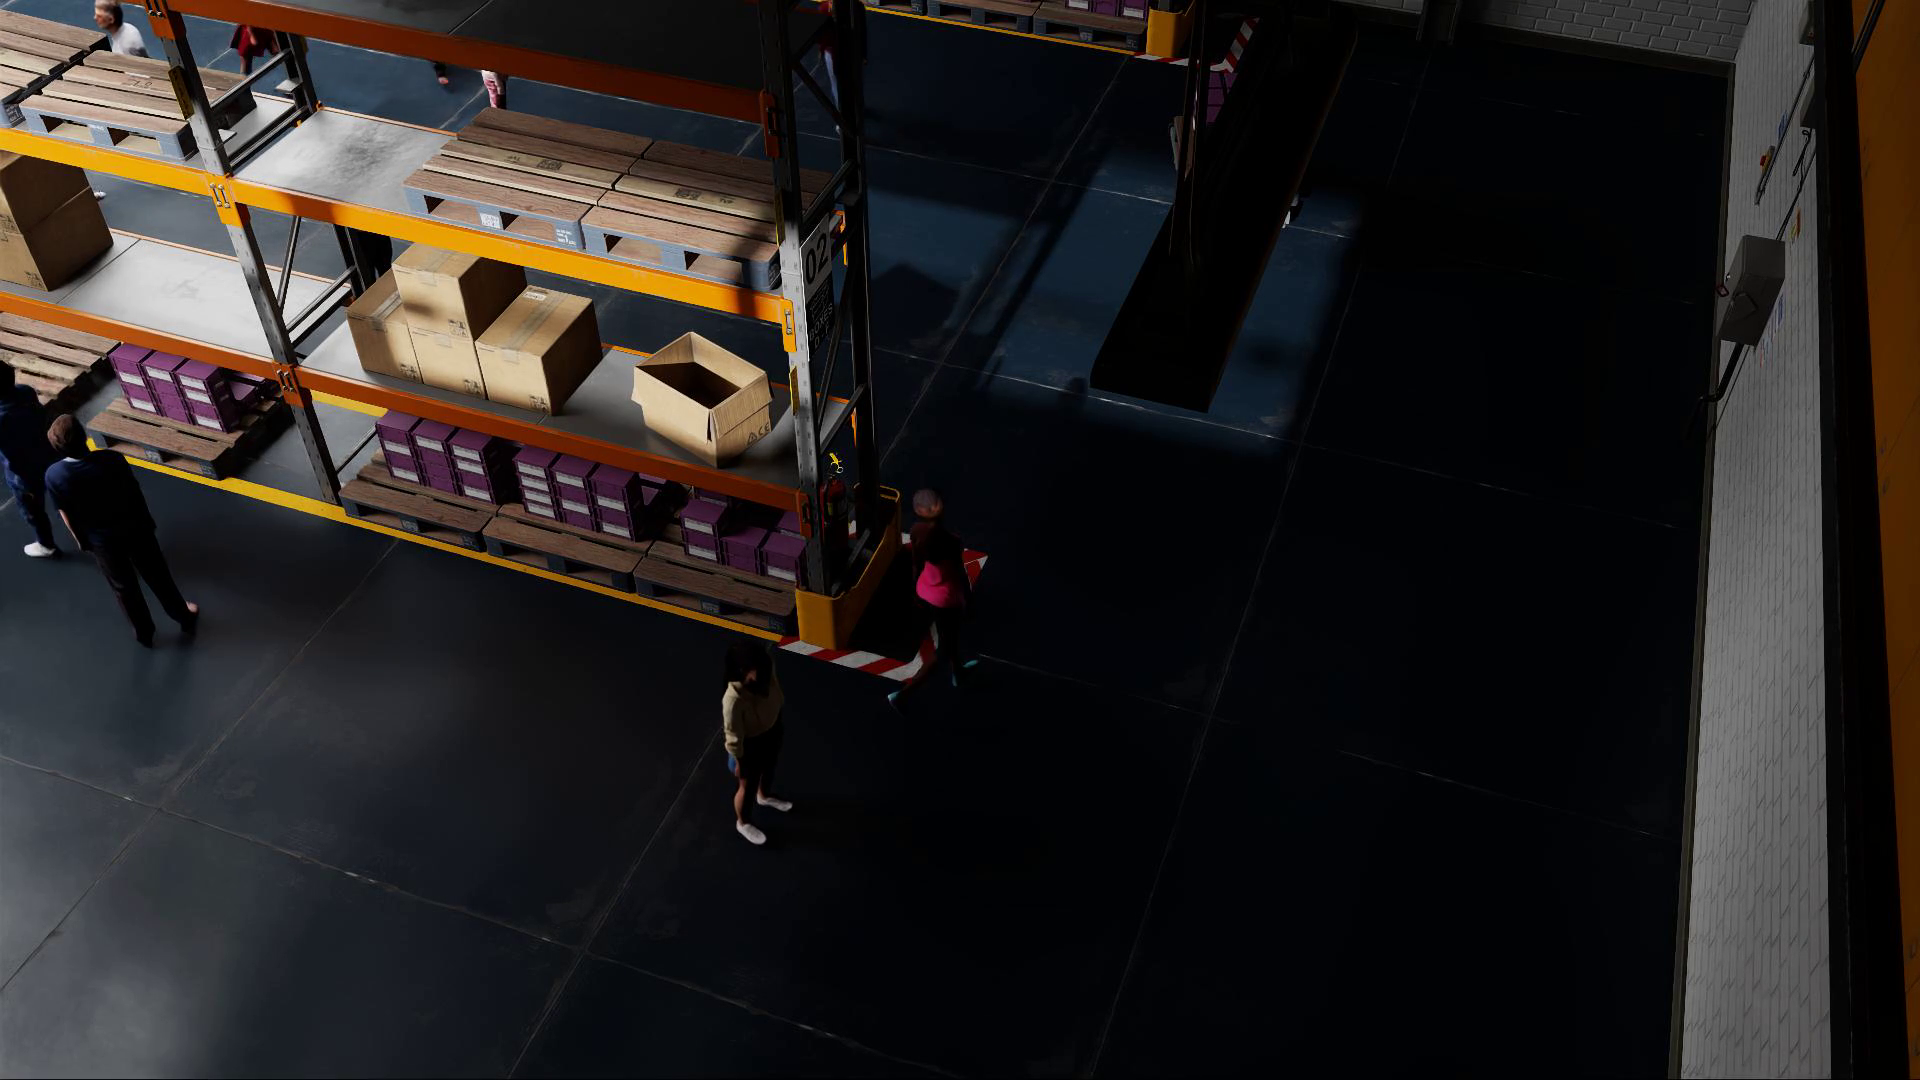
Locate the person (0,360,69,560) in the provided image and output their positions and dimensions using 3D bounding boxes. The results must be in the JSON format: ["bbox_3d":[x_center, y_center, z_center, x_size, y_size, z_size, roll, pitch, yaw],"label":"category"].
[{"bbox_3d":[-6.268,-0.515,11.435,1.130,1.780,0.700,12,45,12],"label":"person"}]

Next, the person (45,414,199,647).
[{"bbox_3d":[-5.528,-0.062,10.894,0.726,1.870,0.780,-19,47,-19],"label":"person"}]

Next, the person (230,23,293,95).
[{"bbox_3d":[-6.880,-5.046,16.388,1.131,1.508,0.785,1,44,1],"label":"person"}]

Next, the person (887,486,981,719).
[{"bbox_3d":[-0.192,0.431,10.513,0.959,1.683,1.054,-29,51,-27],"label":"person"}]

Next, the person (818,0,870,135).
[{"bbox_3d":[-1.111,-4.610,15.865,1.026,1.598,1.020,-11,45,-11],"label":"person"}]

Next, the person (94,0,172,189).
[{"bbox_3d":[-7.415,-4.098,15.171,0.800,1.814,0.729,-22,48,-21],"label":"person"}]

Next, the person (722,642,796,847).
[{"bbox_3d":[-1.212,1.163,9.786,0.592,1.625,0.672,21,47,20],"label":"person"}]
